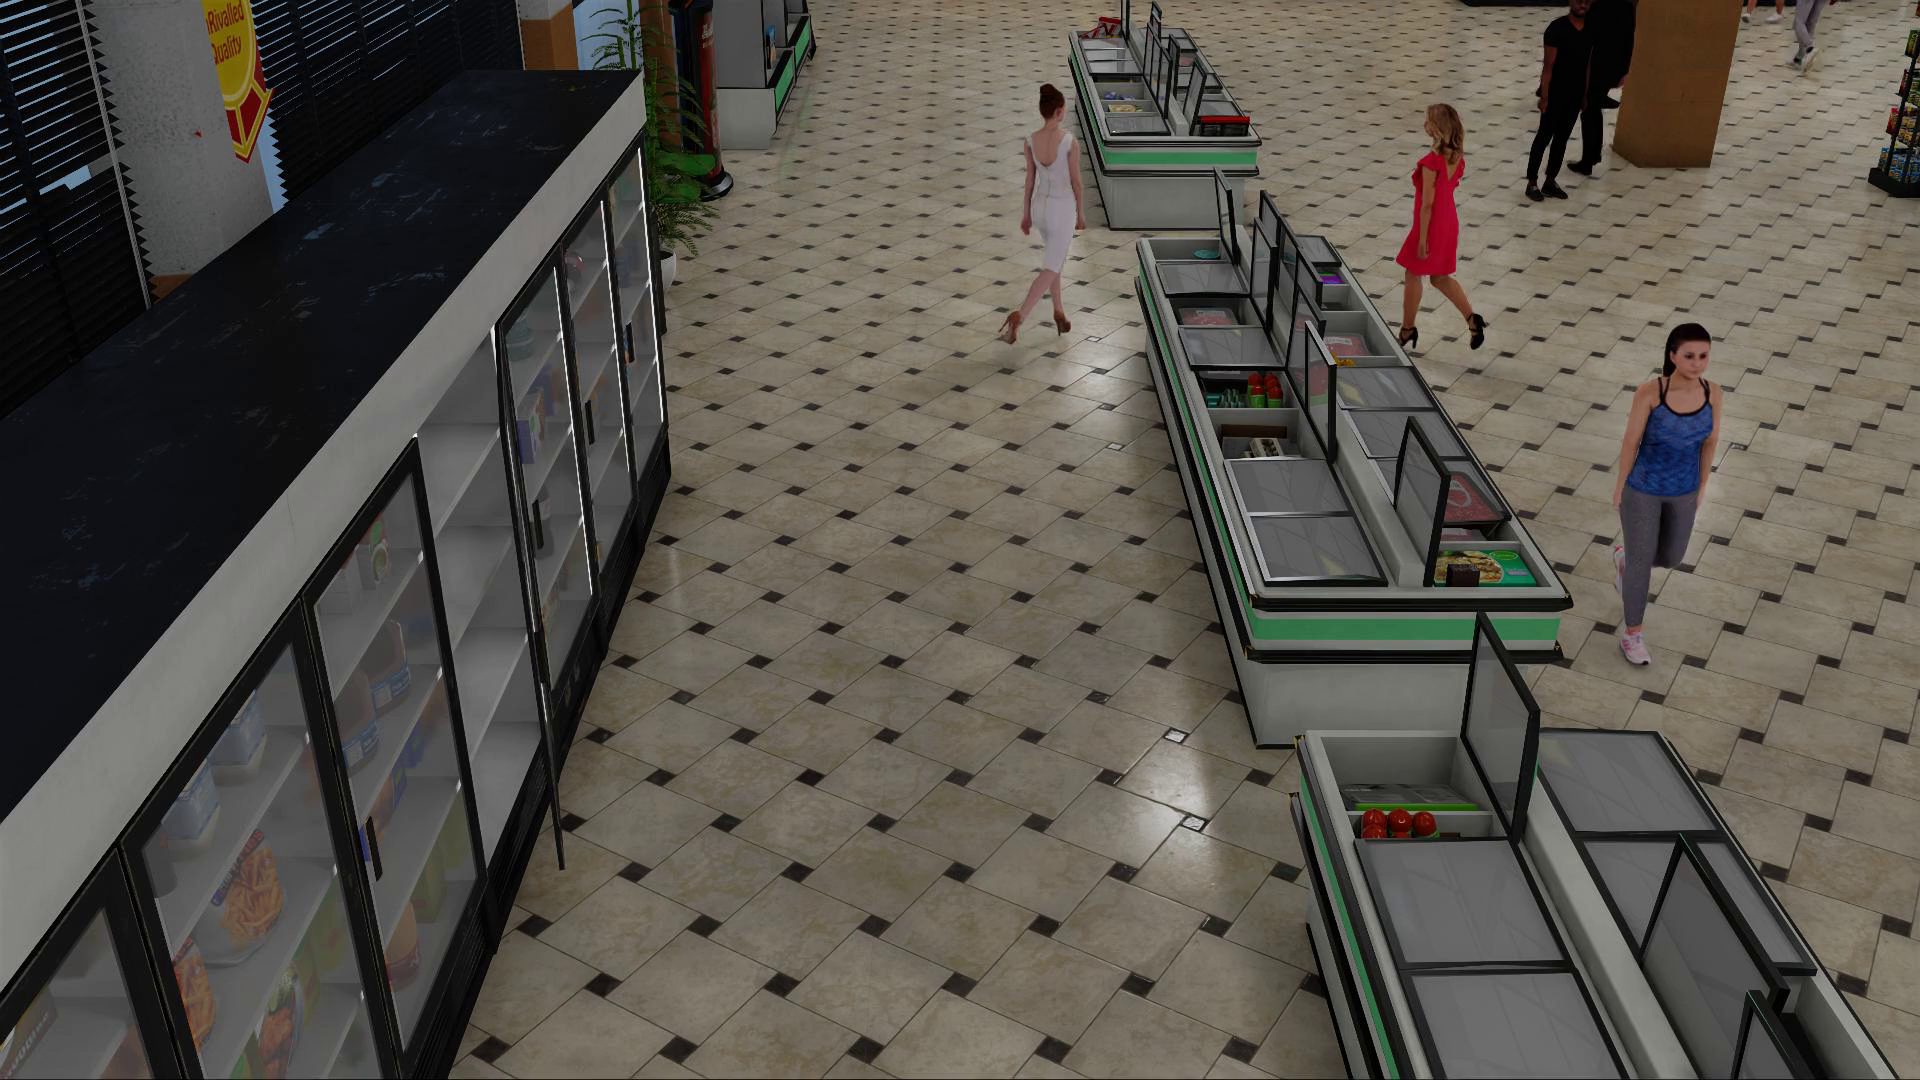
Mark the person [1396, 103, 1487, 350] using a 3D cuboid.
[{"bbox_3d":[3.203,-1.996,10.961,0.925,1.692,1.033,-19,33,-33],"label":"person"}]

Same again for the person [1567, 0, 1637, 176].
[{"bbox_3d":[5.927,-4.287,15.281,0.777,1.870,0.738,-8,28,-16],"label":"person"}]

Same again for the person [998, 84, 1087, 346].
[{"bbox_3d":[0.560,-2.088,11.066,0.990,1.760,1.100,21,34,35],"label":"person"}]

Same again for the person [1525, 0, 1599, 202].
[{"bbox_3d":[5.292,-3.918,14.611,0.728,1.818,0.667,-9,28,-17],"label":"person"}]

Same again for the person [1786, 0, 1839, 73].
[{"bbox_3d":[10.092,-6.430,19.560,0.697,1.823,0.959,0,27,0],"label":"person"}]

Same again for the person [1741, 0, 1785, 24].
[{"bbox_3d":[11.080,-7.800,22.531,1.090,1.580,1.138,-14,30,-25],"label":"person"}]

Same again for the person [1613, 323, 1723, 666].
[{"bbox_3d":[3.188,-0.249,7.623,0.556,1.596,0.883,0,27,0],"label":"person"}]

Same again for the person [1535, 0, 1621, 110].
[{"bbox_3d":[6.656,-5.567,17.830,1.013,1.848,1.195,11,29,21],"label":"person"}]
